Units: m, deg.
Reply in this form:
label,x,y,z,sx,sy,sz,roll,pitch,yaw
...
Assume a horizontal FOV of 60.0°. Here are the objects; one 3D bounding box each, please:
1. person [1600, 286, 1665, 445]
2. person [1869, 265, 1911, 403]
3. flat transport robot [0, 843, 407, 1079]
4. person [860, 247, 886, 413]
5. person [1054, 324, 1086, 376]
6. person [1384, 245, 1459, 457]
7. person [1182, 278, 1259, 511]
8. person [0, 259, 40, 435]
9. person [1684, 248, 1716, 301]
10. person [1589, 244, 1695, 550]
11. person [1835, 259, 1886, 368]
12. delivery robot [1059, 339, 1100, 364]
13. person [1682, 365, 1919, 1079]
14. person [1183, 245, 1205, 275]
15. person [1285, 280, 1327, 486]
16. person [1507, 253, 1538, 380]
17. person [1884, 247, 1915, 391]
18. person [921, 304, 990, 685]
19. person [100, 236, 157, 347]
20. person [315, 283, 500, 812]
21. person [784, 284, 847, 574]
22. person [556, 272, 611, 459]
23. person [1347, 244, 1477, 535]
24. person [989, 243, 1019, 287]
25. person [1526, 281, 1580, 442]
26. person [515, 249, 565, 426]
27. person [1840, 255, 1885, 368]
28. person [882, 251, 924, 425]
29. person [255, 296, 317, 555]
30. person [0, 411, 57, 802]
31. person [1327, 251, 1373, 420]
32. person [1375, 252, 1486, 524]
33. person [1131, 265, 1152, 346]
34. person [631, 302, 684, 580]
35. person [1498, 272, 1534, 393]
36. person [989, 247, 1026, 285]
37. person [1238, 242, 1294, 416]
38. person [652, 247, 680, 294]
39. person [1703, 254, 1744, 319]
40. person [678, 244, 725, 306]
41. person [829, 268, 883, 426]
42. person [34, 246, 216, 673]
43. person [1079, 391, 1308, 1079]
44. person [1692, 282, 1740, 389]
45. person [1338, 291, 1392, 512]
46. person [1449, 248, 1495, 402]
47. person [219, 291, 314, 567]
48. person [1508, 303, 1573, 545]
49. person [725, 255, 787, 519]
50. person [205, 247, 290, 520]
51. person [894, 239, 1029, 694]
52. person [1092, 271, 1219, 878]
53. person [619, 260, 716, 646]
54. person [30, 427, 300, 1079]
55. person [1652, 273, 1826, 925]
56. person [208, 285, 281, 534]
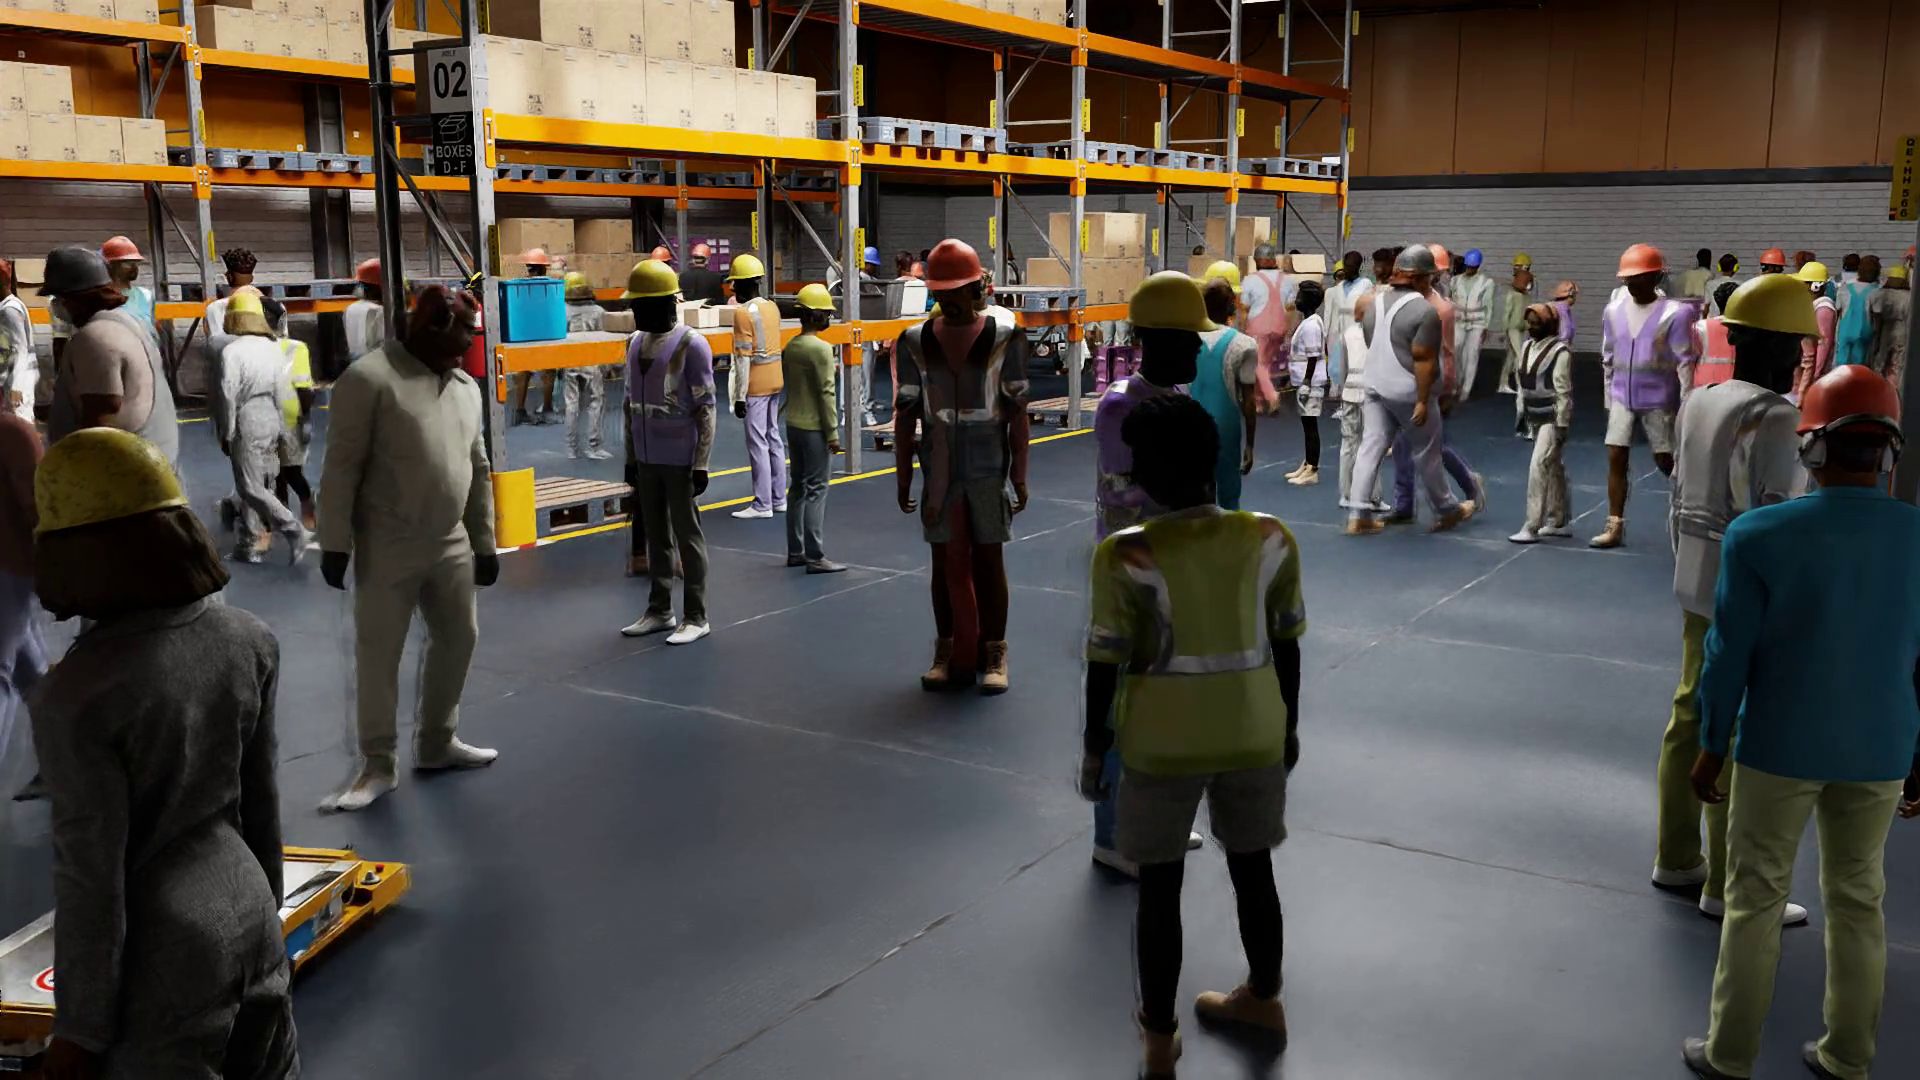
label,x,y,z,sx,sy,sz,roll,pitch,yaw
person,6.614,-1.861,16.400,0.403,1.876,0.592,-7,12,-34
person,10.797,-2.310,19.327,0.533,1.741,0.329,4,11,19
flat transport robot,-2.124,1.096,4.461,0.652,0.197,1.431,1,10,8
person,-1.098,-2.461,19.556,0.403,1.945,0.613,5,11,26
person,1.673,-3.408,24.796,0.354,1.937,0.635,-6,12,-31
person,4.232,-1.710,15.337,0.633,1.984,0.881,-4,11,-19
person,1.432,-0.570,9.443,0.518,1.801,0.900,3,11,15
person,-7.256,-1.207,12.746,0.361,1.886,0.574,-6,12,-32
person,11.076,-3.424,24.990,0.462,1.901,0.595,-4,11,-19
person,4.574,-0.949,11.012,0.916,2.013,0.631,-8,13,-39
person,10.250,-2.306,19.075,0.590,1.807,0.629,8,13,38
delivery robot,1.884,-2.983,26.018,0.707,0.478,0.477,-8,13,-38
person,2.010,0.463,3.901,0.572,1.740,0.352,0,10,2
person,3.858,-3.840,27.195,0.362,1.936,0.631,-5,11,-24
person,2.872,-1.297,13.765,0.319,1.699,0.532,2,10,9
person,8.111,-3.231,24.108,0.404,1.830,0.603,-1,10,-8
person,11.048,-2.447,19.385,0.652,1.966,0.722,6,12,32
person,-0.016,-0.219,7.613,0.328,1.765,0.528,6,12,29
person,-6.252,-1.250,12.540,0.369,2.048,0.607,3,11,18
person,-1.998,0.017,6.031,0.397,1.872,0.769,6,12,31
person,-0.893,-0.678,10.174,0.332,1.760,0.526,-6,12,-31
person,-3.488,-1.594,15.355,0.531,1.726,0.302,1,10,3
person,3.115,-1.049,11.445,1.013,2.000,0.701,-5,12,-28
person,0.578,-3.309,23.965,0.535,2.000,0.692,3,11,14
person,5.978,-1.796,16.777,0.354,1.605,0.668,8,13,37
person,-4.584,-2.199,18.133,0.704,1.919,0.598,-7,12,-34
person,10.836,-2.498,20.006,0.565,1.847,0.396,-1,10,-6
person,-0.570,-2.128,17.808,0.594,1.907,0.413,-9,14,-42
person,-4.480,-0.767,10.887,0.533,1.670,0.607,-2,10,-8
person,-3.447,0.132,5.744,0.555,1.724,0.854,4,11,23
person,4.392,-2.279,18.647,0.467,1.899,0.594,-6,12,-30
person,3.353,-1.069,11.790,0.804,1.962,0.644,-5,11,-26
person,3.239,-4.380,30.477,0.587,1.837,0.423,3,11,15
person,-1.736,-0.588,9.878,0.591,1.670,0.556,0,10,1
person,7.363,-2.700,21.768,0.529,1.597,0.713,-8,13,-37
person,0.730,-3.585,25.809,0.587,1.928,0.382,-1,10,-4
person,3.527,-2.451,19.210,0.688,2.000,0.886,-5,11,-24
person,-3.936,-2.911,22.070,0.542,1.929,0.374,2,10,12
person,9.255,-2.536,20.197,0.326,1.860,0.526,-9,14,-42
person,-3.320,-2.840,21.596,0.599,1.950,0.925,3,11,14
person,-1.143,-2.196,18.183,0.595,1.908,0.392,-2,10,-9
person,-3.910,-0.374,7.705,0.820,2.000,0.770,-2,10,-11
person,0.563,0.477,4.004,0.603,1.667,0.432,-3,11,-14
person,6.092,-1.213,13.327,0.536,1.693,0.319,4,11,23
person,3.034,-1.028,12.436,0.309,1.641,0.512,-7,13,-35
person,6.370,-2.681,20.821,0.624,1.918,0.555,7,12,34
person,-4.345,-0.681,10.330,0.710,1.717,0.504,3,11,17
person,3.921,-0.779,11.162,0.575,1.604,0.523,-1,10,-8
person,-1.506,-1.114,12.158,0.410,1.918,0.585,3,11,17
person,-5.136,-1.118,12.029,0.367,1.966,0.604,8,13,38
person,0.001,-0.317,7.442,0.615,2.028,0.409,2,10,11
person,0.630,0.109,5.340,0.379,1.924,0.594,5,11,25
person,-1.486,-0.433,8.352,0.594,1.922,0.374,8,13,38
person,-1.288,0.683,2.696,0.311,1.735,0.483,3,11,14
person,2.336,0.175,4.978,0.366,1.926,0.587,-1,10,-8
person,-4.819,-0.849,11.202,0.591,1.721,0.659,3,11,16
